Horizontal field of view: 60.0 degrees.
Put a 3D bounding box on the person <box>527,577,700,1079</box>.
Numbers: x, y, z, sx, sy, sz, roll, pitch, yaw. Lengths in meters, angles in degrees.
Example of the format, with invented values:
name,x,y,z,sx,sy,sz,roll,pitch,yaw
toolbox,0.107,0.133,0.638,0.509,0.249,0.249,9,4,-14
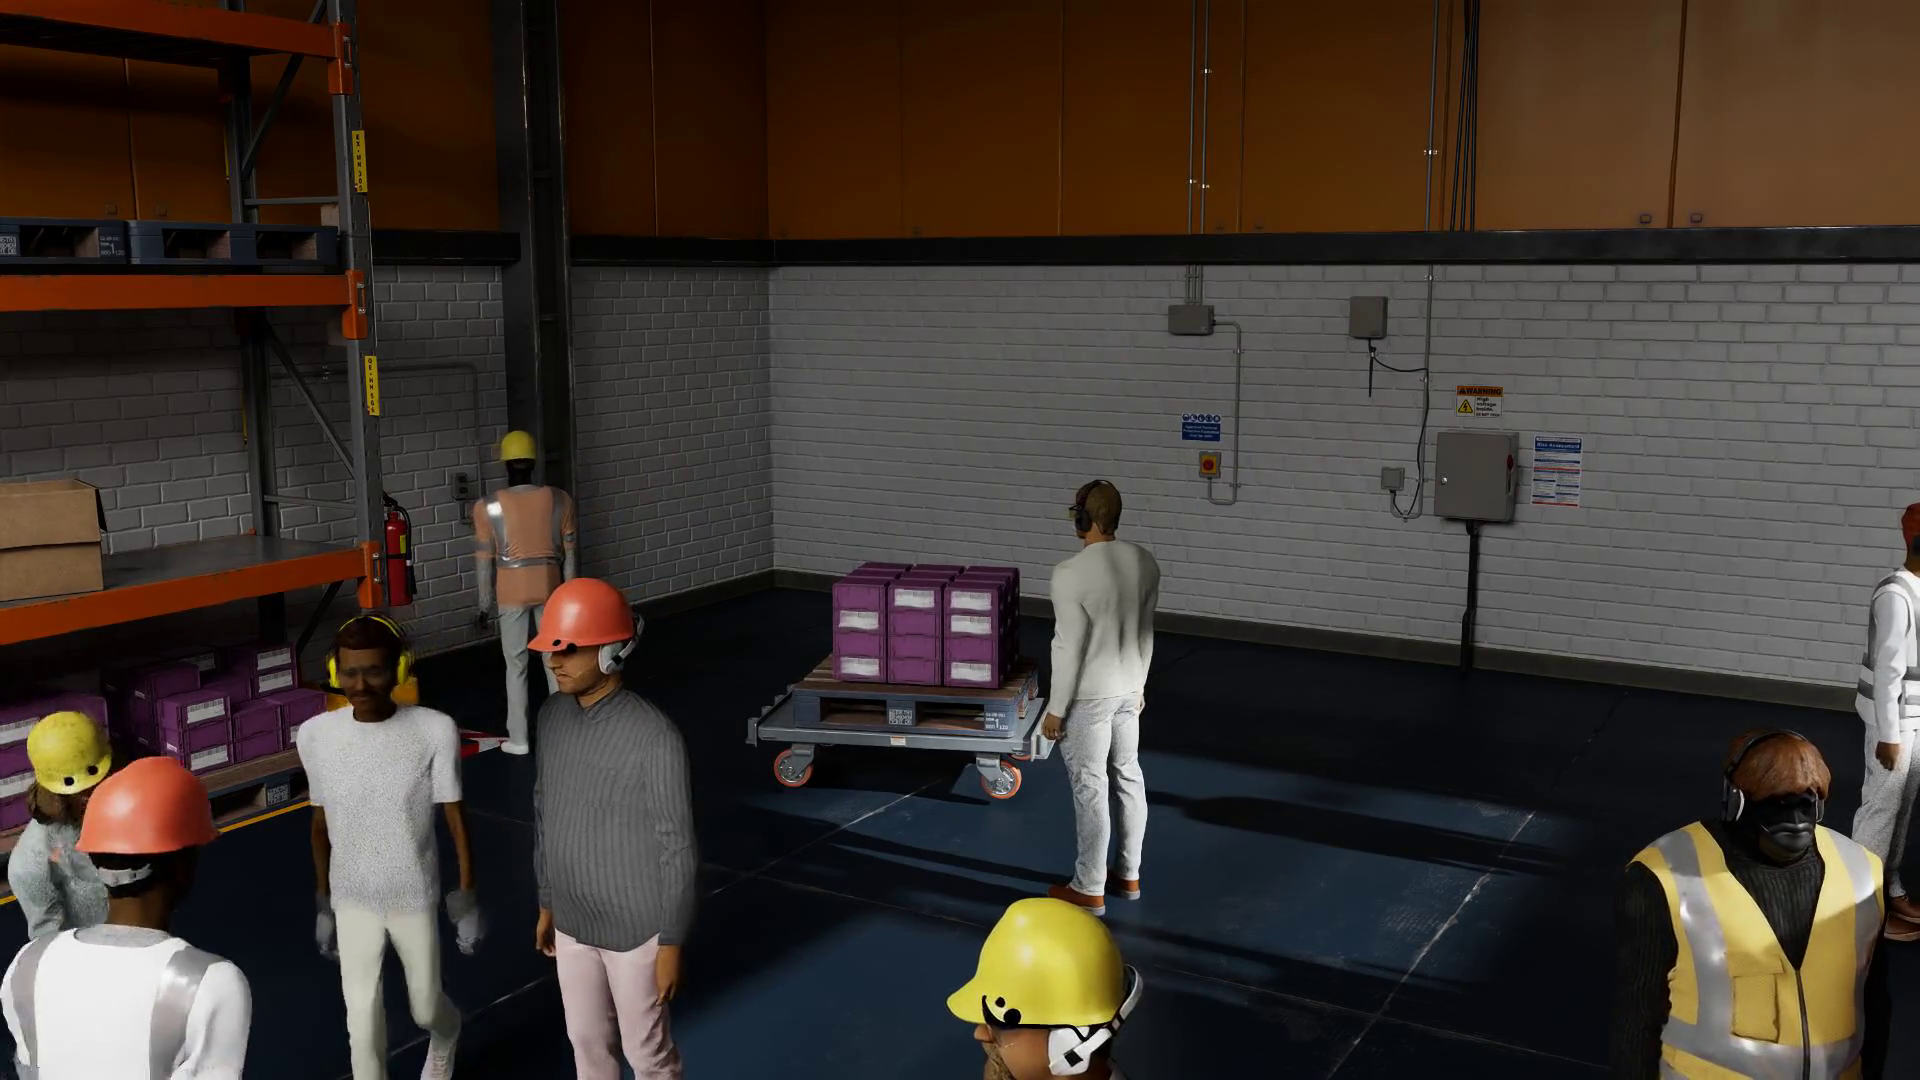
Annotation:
name,x,y,z,sx,sy,sz,roll,pitch,yaw
person,-1.020,1.086,4.786,0.617,1.993,0.396,7,11,37

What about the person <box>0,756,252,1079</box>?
name,x,y,z,sx,sy,sz,roll,pitch,yaw
person,-1.665,1.387,3.303,0.568,1.884,1.012,1,9,8

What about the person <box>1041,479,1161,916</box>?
name,x,y,z,sx,sy,sz,roll,pitch,yaw
person,0.614,0.695,7.401,0.627,1.941,0.371,-8,12,-42

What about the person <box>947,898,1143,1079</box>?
name,x,y,z,sx,sy,sz,roll,pitch,yaw
person,0.149,1.483,2.809,0.404,1.831,0.600,-3,10,-18

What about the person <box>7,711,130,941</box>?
name,x,y,z,sx,sy,sz,roll,pitch,yaw
person,-2.336,1.265,4.626,0.737,1.685,0.554,4,10,25

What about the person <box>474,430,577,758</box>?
name,x,y,z,sx,sy,sz,roll,pitch,yaw
person,-2.548,0.317,9.801,0.593,1.925,0.387,-5,10,-28

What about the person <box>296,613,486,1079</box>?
name,x,y,z,sx,sy,sz,roll,pitch,yaw
person,-1.760,1.098,5.241,0.534,1.840,0.851,-1,9,-7

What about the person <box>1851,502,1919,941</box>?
name,x,y,z,sx,sy,sz,roll,pitch,yaw
person,4.051,0.768,7.142,0.351,1.880,0.576,9,13,44

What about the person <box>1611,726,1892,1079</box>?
name,x,y,z,sx,sy,sz,roll,pitch,yaw
person,1.817,1.321,3.831,0.628,1.837,0.429,0,9,-2
